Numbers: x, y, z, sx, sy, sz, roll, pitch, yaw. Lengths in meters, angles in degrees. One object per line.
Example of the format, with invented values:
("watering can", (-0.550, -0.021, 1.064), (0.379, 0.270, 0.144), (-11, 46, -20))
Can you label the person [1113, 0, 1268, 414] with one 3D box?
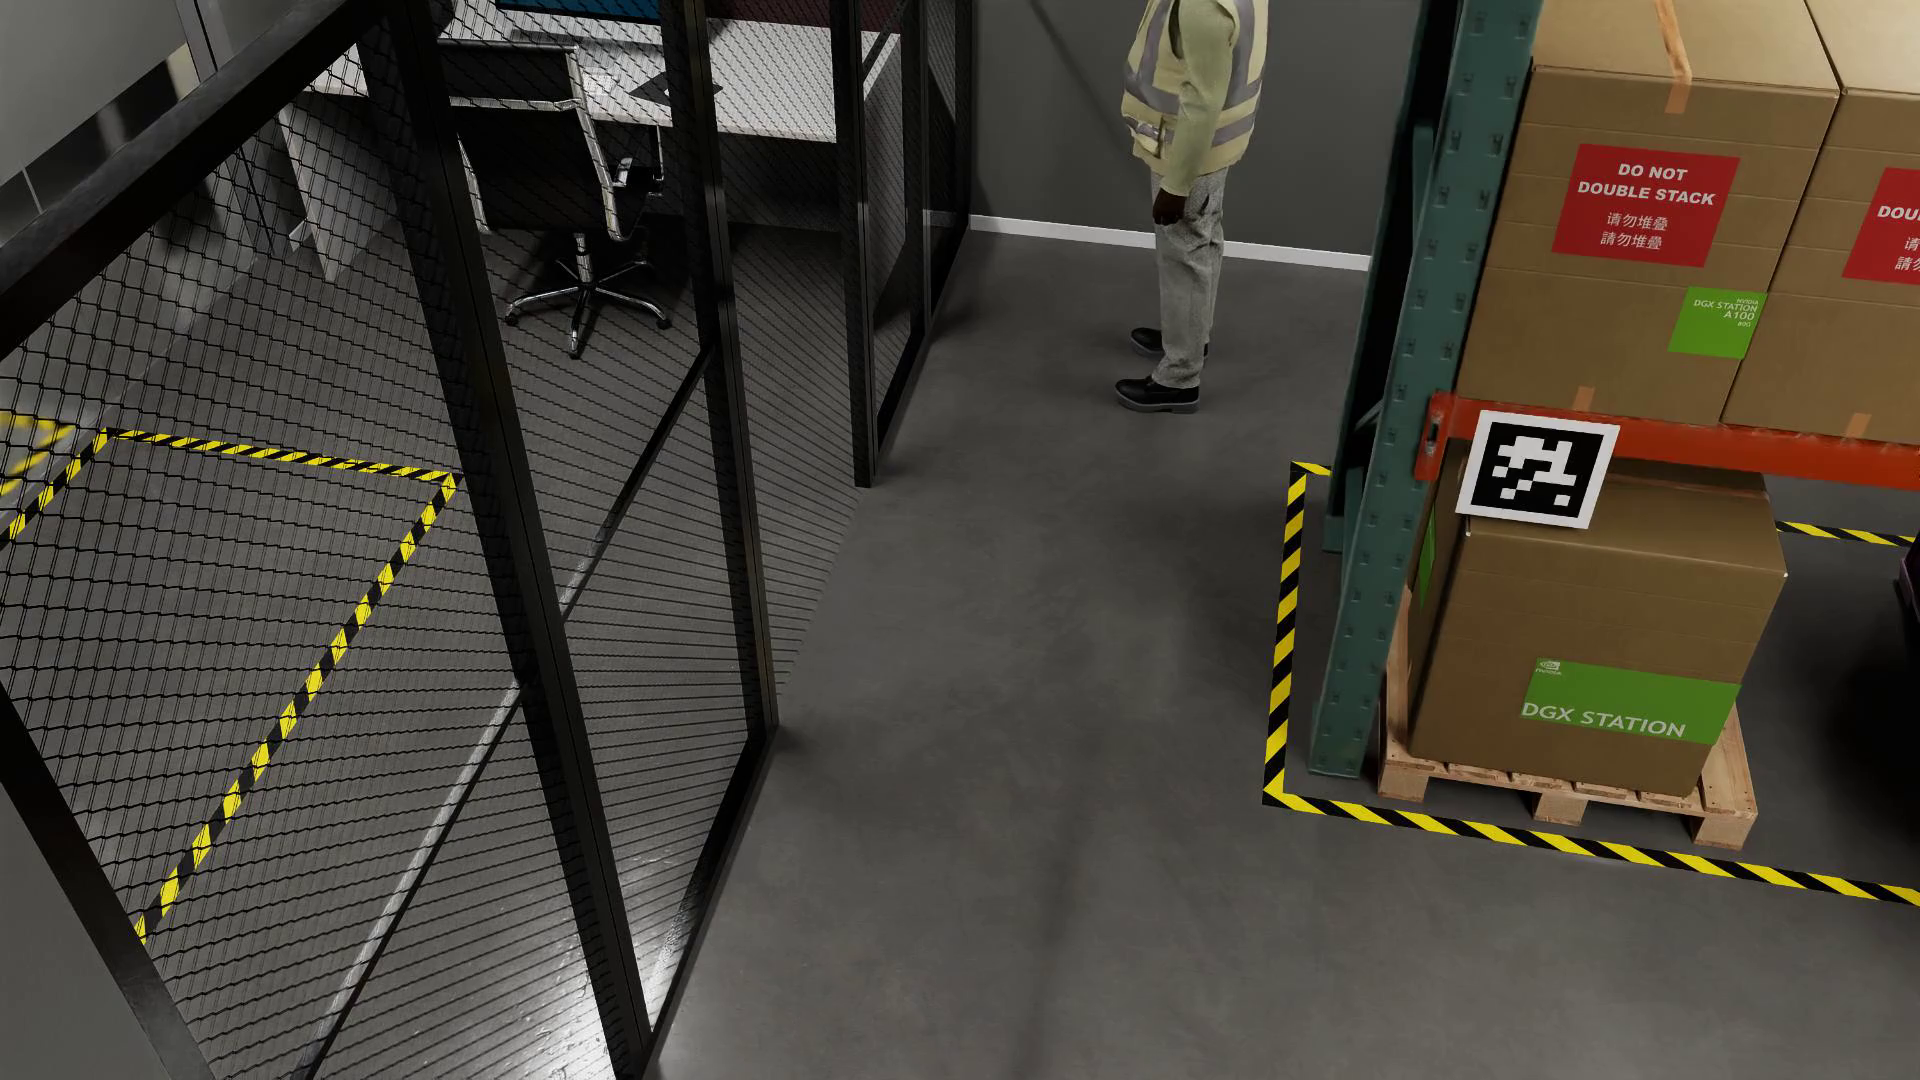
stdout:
("person", (0.680, -1.218, 4.980), (0.404, 1.830, 0.601), (11, 42, 12))
